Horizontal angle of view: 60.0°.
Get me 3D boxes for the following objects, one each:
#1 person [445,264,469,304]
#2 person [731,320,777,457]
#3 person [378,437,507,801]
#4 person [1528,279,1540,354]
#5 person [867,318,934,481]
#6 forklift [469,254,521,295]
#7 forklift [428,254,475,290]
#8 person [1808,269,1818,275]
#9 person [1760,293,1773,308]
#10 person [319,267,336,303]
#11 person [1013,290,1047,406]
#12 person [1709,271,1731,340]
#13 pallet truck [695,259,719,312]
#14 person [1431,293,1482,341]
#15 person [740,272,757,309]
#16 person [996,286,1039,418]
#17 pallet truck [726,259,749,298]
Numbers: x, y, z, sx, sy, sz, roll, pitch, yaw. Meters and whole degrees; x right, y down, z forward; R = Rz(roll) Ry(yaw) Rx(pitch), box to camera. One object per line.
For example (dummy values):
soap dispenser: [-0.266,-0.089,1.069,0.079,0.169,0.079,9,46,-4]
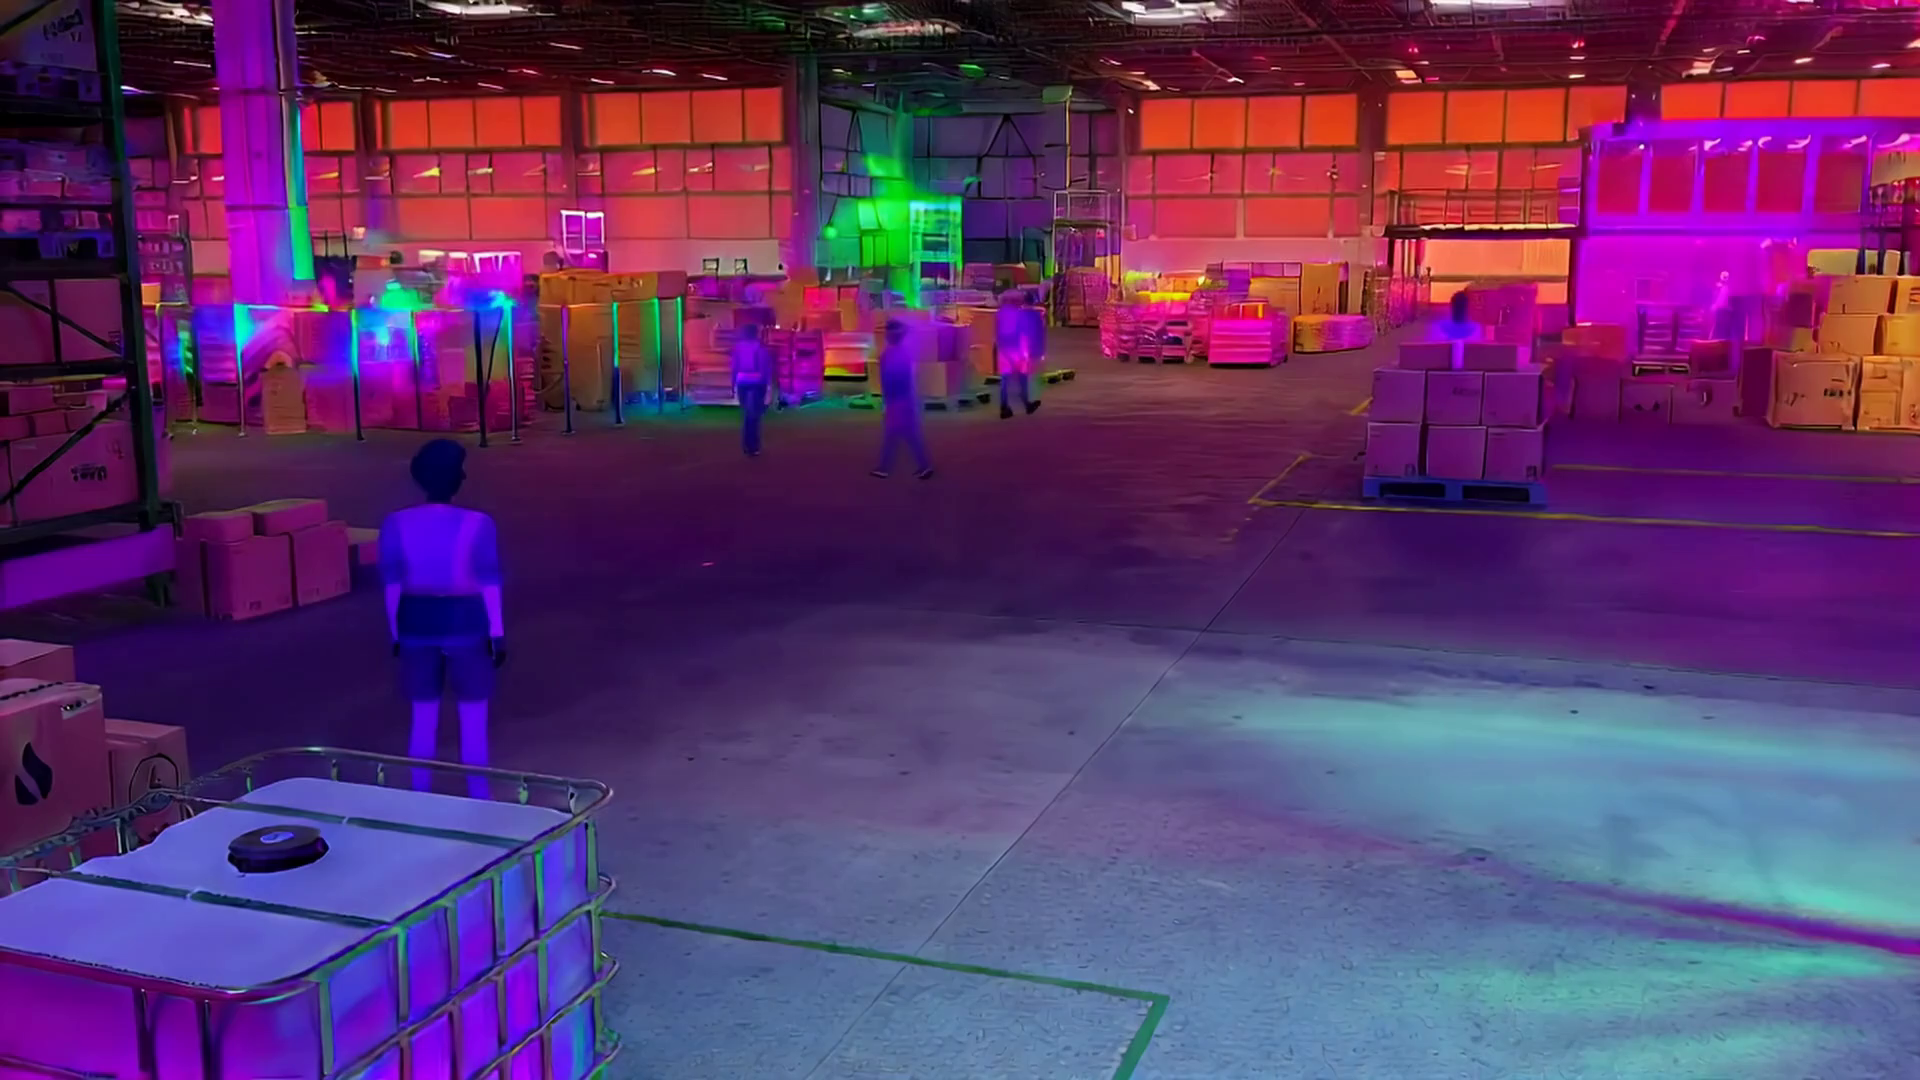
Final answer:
person: [-13.497,-6.424,44.744,0.612,2.010,0.979,2,10,10]
person: [-2.440,-1.791,19.718,0.523,1.623,0.483,4,11,24]
person: [-2.186,0.412,7.086,0.540,1.695,0.317,1,10,8]
person: [10.672,-3.944,31.147,0.326,1.865,0.519,-3,10,-16]
person: [-0.625,-1.493,17.717,0.856,1.736,0.537,10,14,43]
forklift: [-17.990,-10.121,64.684,1.157,1.987,2.680,3,11,17]
forklift: [-20.133,-10.254,65.465,1.157,1.987,2.680,3,11,19]
person: [20.812,-5.701,40.916,0.587,1.909,0.526,-7,12,-34]
person: [12.820,-3.049,26.445,0.485,1.744,0.294,1,10,5]
person: [-17.615,-6.645,46.283,0.398,1.897,0.640,2,10,13]
person: [1.037,-2.911,25.487,0.592,1.817,0.500,4,11,20]
person: [20.075,-6.139,43.659,0.543,1.806,0.906,-4,11,-22]
pallet truck: [-9.165,-9.627,62.776,0.823,1.965,1.885,4,11,23]
person: [6.077,-2.056,20.379,0.654,1.913,1.010,0,10,0]
person: [-4.690,-5.105,37.608,0.949,1.903,0.543,2,10,12]
person: [0.828,-2.746,24.305,0.574,1.892,0.947,6,12,30]
pallet truck: [-7.986,-9.493,62.019,0.823,1.965,1.885,3,11,17]
